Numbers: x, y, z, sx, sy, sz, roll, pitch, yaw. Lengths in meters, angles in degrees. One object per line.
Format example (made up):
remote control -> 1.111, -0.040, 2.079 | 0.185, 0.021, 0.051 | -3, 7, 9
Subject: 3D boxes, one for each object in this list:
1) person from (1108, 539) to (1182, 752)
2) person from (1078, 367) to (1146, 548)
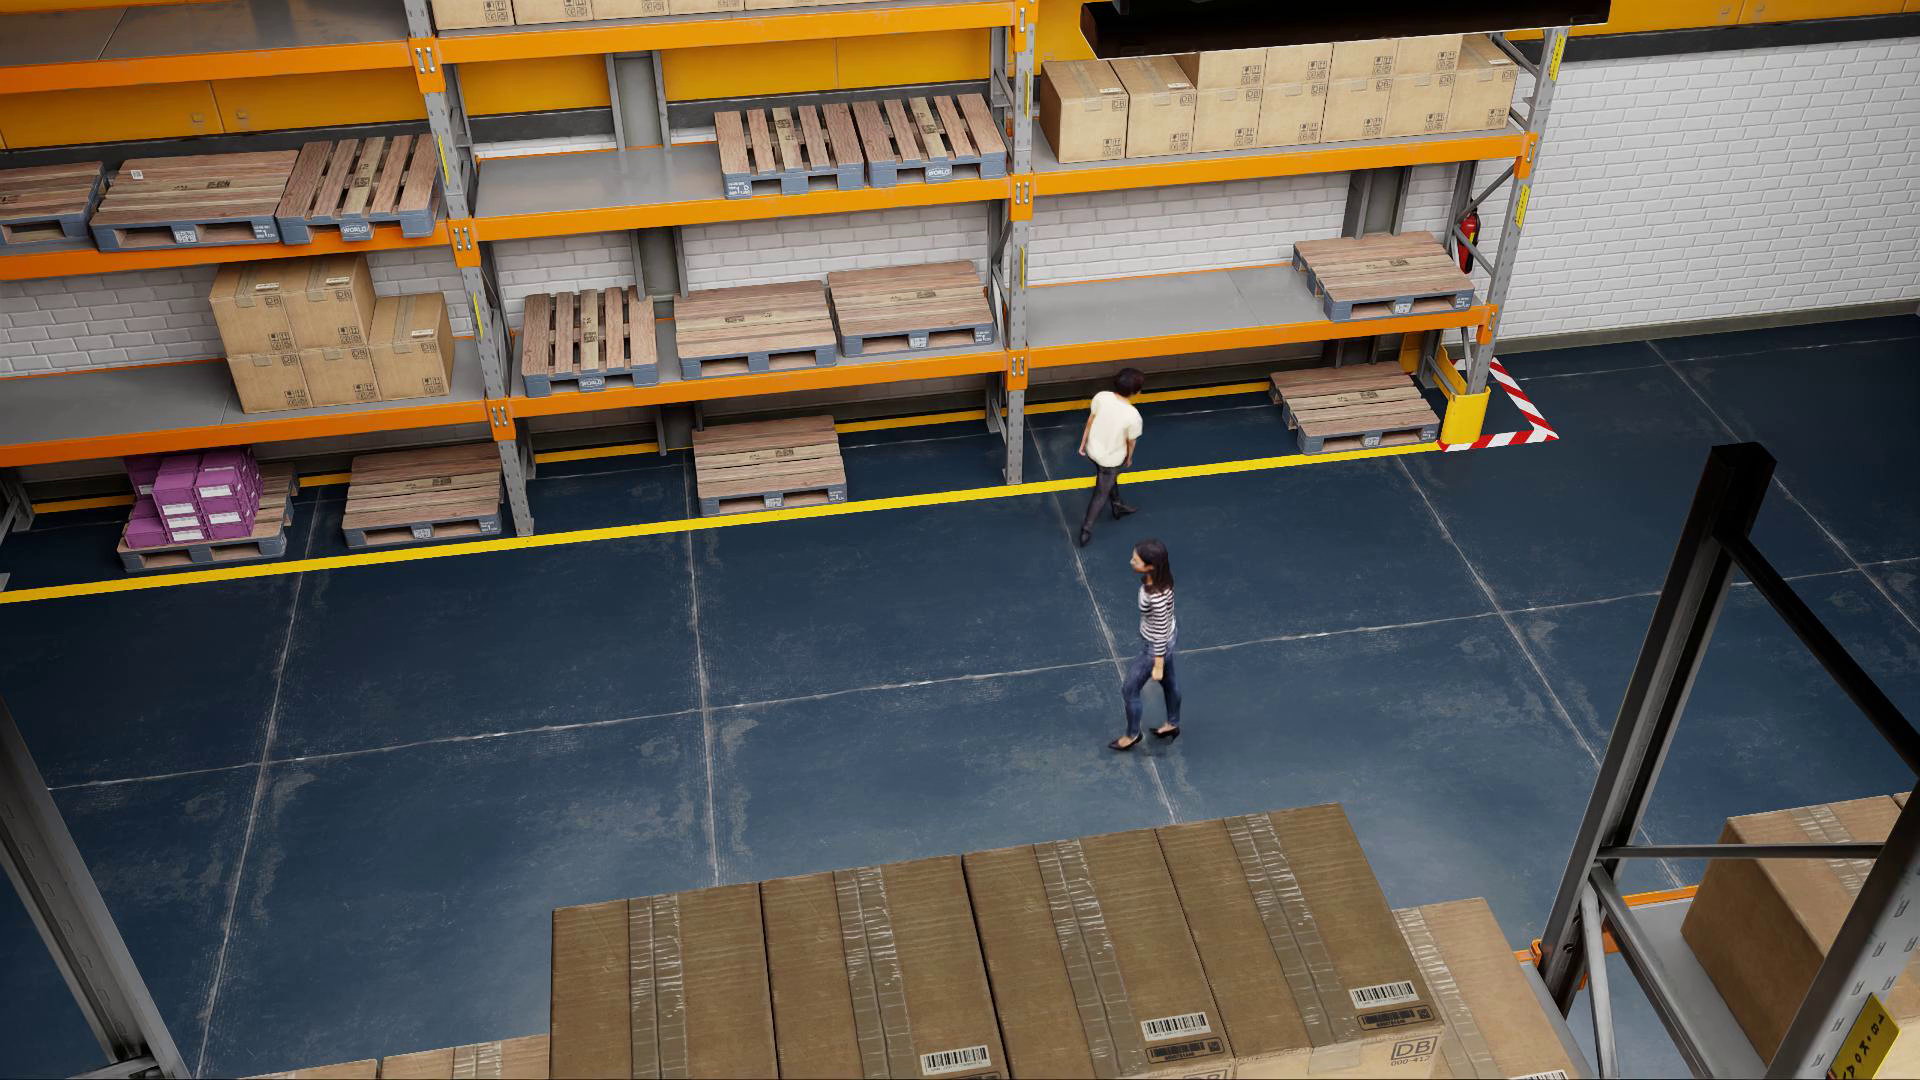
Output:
person -> 1.332, 0.725, 10.959 | 0.786, 1.766, 0.706 | 5, 39, 6
person -> 1.083, -0.623, 12.820 | 0.868, 1.550, 0.987 | 27, 46, 30
